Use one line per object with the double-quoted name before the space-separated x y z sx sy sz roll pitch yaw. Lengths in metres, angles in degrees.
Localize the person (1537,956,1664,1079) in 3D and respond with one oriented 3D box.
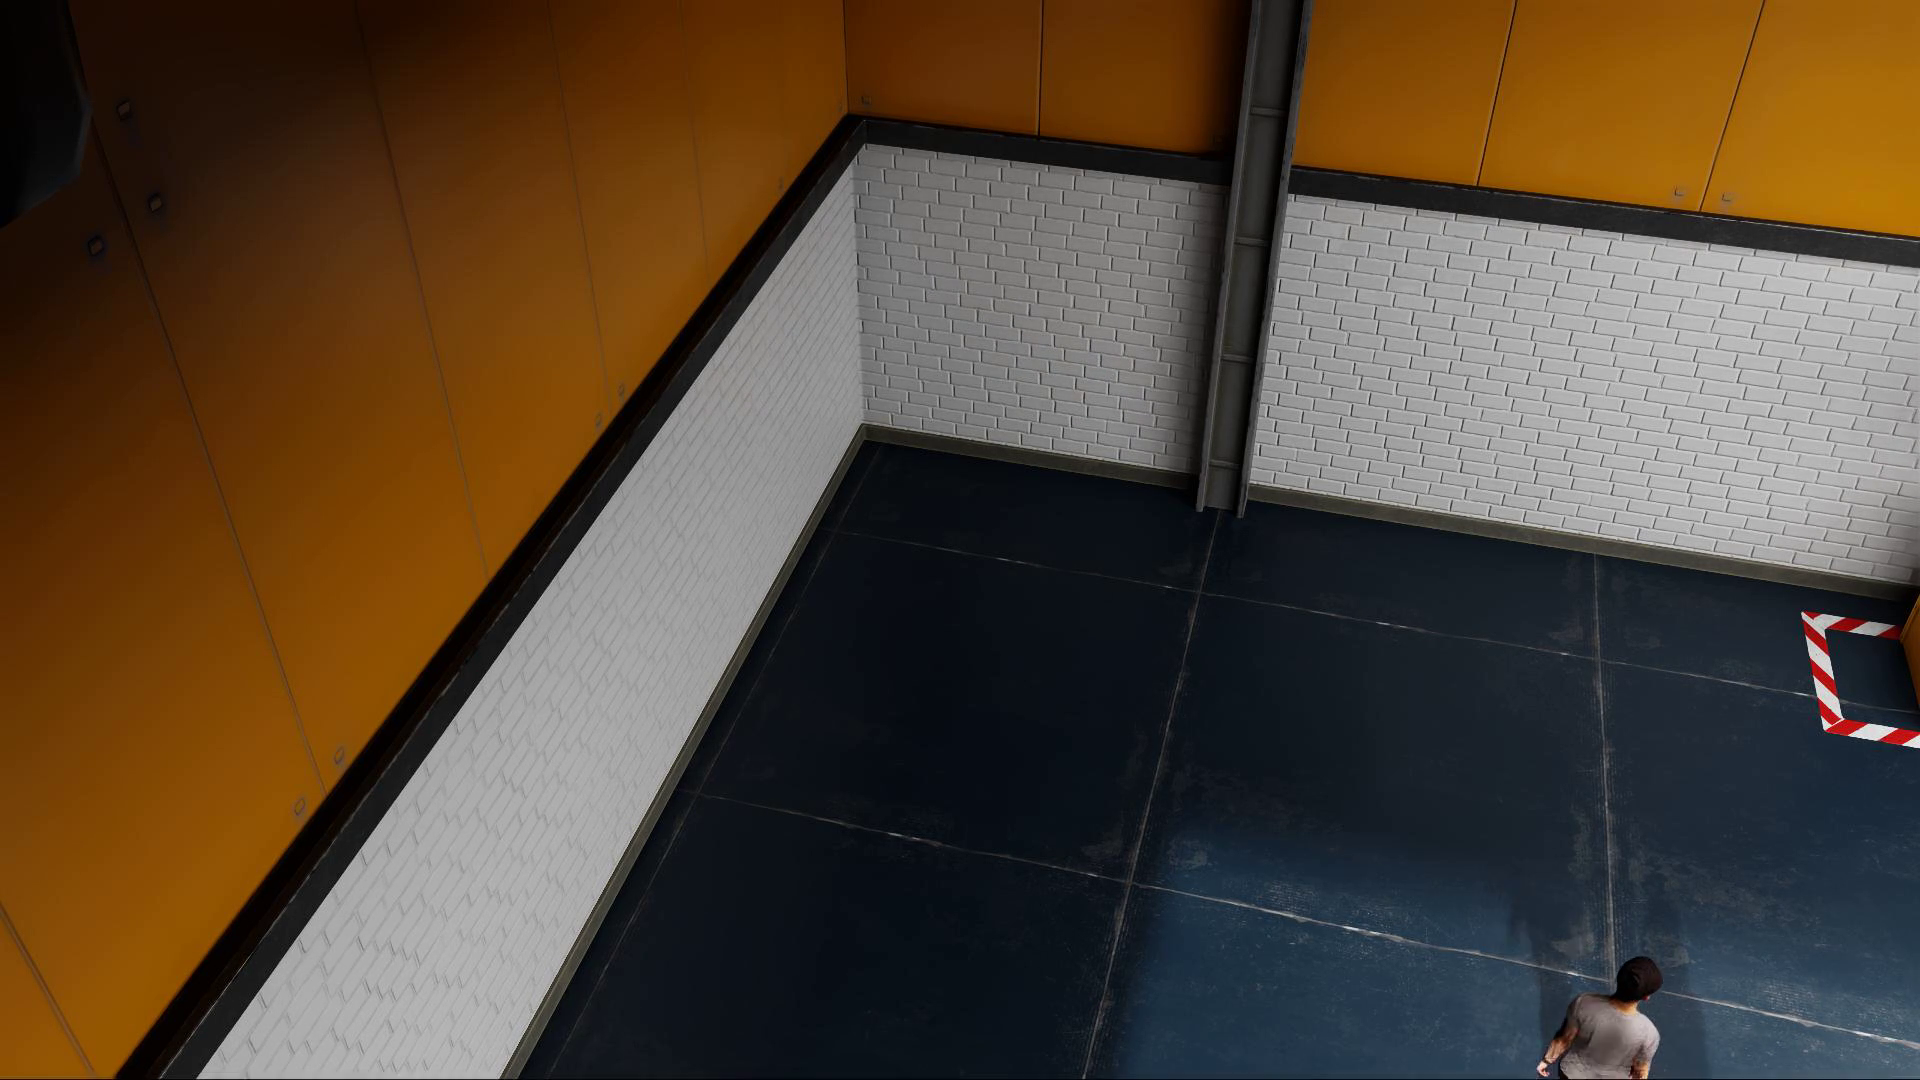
"person" 3.232 2.850 8.619 1.164 1.683 1.052 27 46 30
